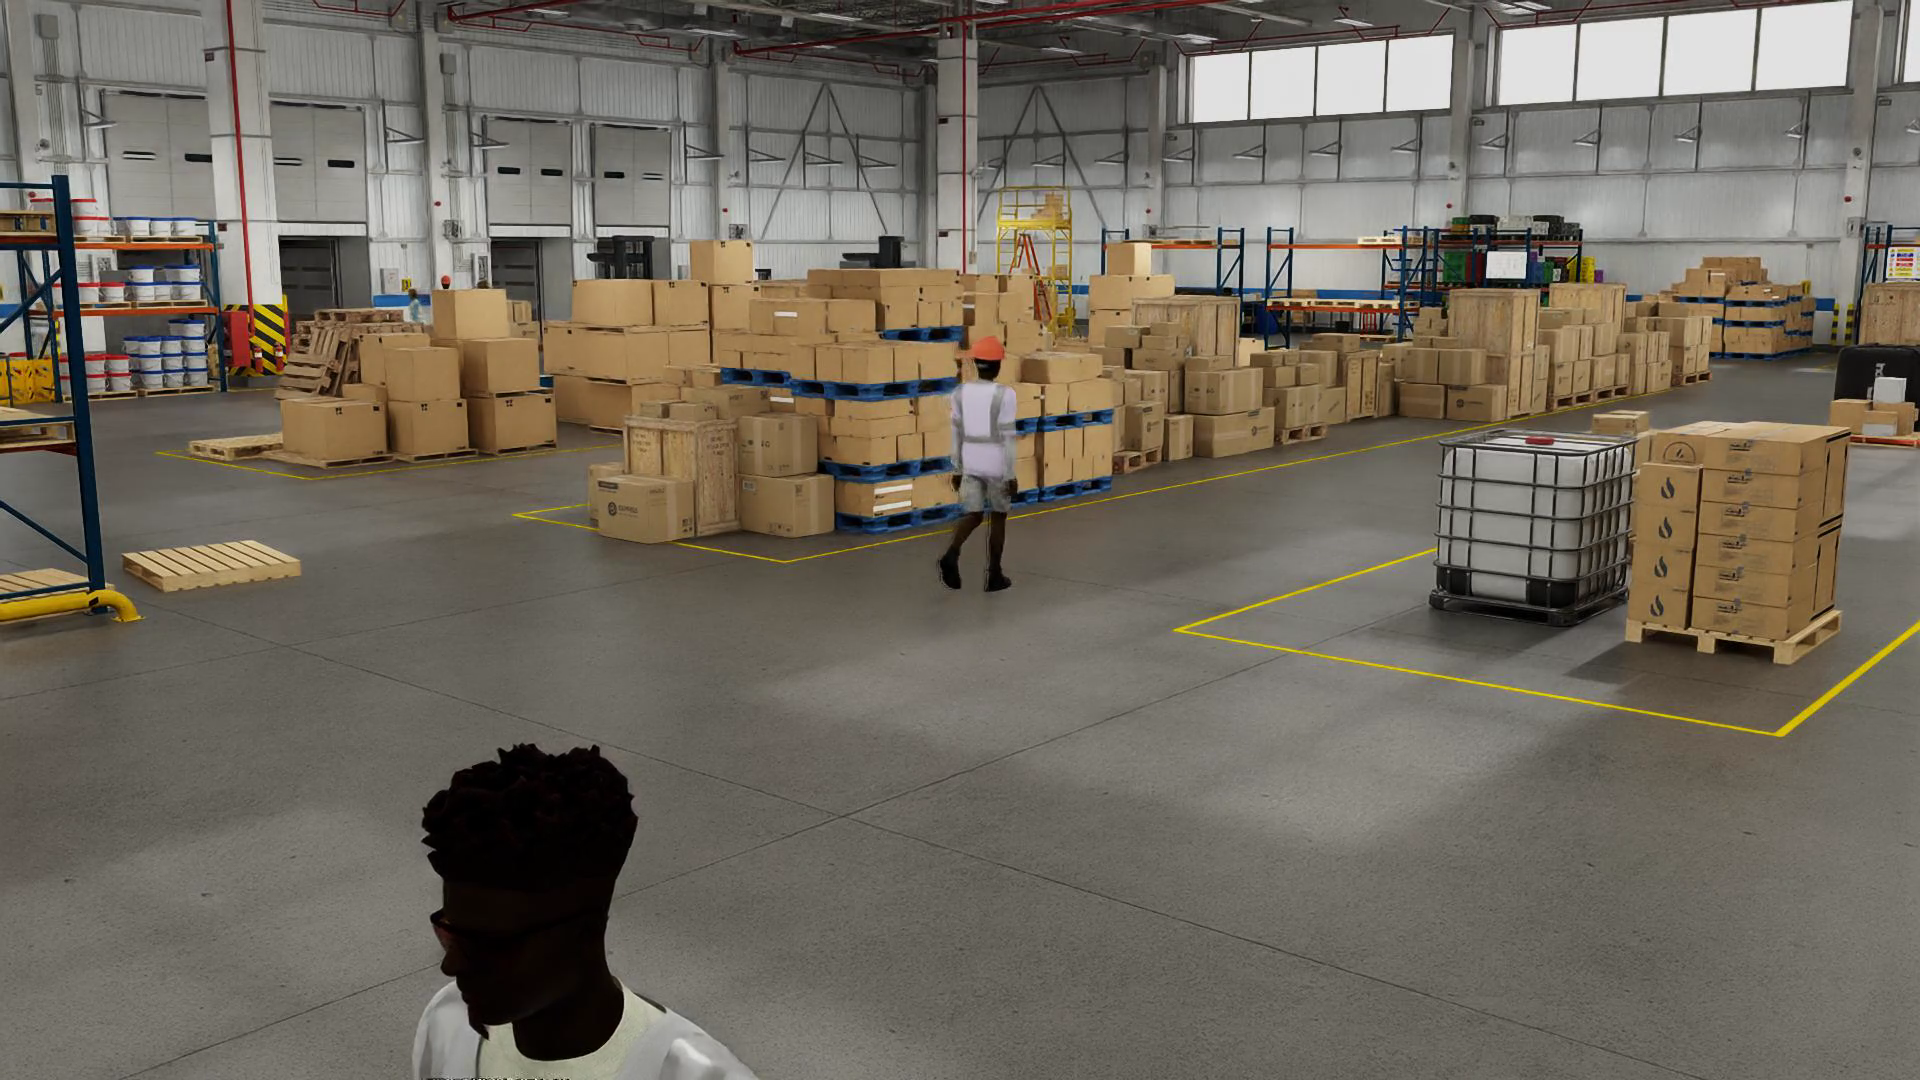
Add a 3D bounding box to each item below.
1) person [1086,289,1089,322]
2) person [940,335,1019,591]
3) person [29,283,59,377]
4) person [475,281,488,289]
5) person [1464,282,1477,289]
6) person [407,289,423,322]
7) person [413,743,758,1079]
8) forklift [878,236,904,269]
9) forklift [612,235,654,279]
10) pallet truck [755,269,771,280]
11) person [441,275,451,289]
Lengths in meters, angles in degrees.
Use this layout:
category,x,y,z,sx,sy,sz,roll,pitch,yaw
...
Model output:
category,x,y,z,sx,sy,sz,roll,pitch,yaw
person,3.435,-5.506,40.553,0.709,1.894,0.481,2,10,11
person,0.152,-0.537,12.192,0.550,1.920,0.671,7,12,33
person,-17.934,-4.103,32.653,0.605,1.856,0.731,1,10,7
person,-9.718,-4.345,33.992,0.627,1.887,1.045,-3,10,-18
person,9.516,-3.852,31.062,0.392,1.920,0.593,1,10,7
person,-12.549,-4.942,38.123,0.636,1.615,0.551,-5,11,-28
person,-0.480,1.203,2.139,0.611,1.964,0.364,7,12,33
forklift,-1.629,-5.799,39.408,1.873,2.768,1.129,2,10,14
forklift,-7.300,-5.450,37.421,1.873,2.768,1.129,8,13,40
pallet truck,-4.996,-6.432,45.525,1.885,1.965,0.823,-6,12,-32
person,-11.678,-5.059,37.891,0.548,1.934,0.376,-7,12,-34
